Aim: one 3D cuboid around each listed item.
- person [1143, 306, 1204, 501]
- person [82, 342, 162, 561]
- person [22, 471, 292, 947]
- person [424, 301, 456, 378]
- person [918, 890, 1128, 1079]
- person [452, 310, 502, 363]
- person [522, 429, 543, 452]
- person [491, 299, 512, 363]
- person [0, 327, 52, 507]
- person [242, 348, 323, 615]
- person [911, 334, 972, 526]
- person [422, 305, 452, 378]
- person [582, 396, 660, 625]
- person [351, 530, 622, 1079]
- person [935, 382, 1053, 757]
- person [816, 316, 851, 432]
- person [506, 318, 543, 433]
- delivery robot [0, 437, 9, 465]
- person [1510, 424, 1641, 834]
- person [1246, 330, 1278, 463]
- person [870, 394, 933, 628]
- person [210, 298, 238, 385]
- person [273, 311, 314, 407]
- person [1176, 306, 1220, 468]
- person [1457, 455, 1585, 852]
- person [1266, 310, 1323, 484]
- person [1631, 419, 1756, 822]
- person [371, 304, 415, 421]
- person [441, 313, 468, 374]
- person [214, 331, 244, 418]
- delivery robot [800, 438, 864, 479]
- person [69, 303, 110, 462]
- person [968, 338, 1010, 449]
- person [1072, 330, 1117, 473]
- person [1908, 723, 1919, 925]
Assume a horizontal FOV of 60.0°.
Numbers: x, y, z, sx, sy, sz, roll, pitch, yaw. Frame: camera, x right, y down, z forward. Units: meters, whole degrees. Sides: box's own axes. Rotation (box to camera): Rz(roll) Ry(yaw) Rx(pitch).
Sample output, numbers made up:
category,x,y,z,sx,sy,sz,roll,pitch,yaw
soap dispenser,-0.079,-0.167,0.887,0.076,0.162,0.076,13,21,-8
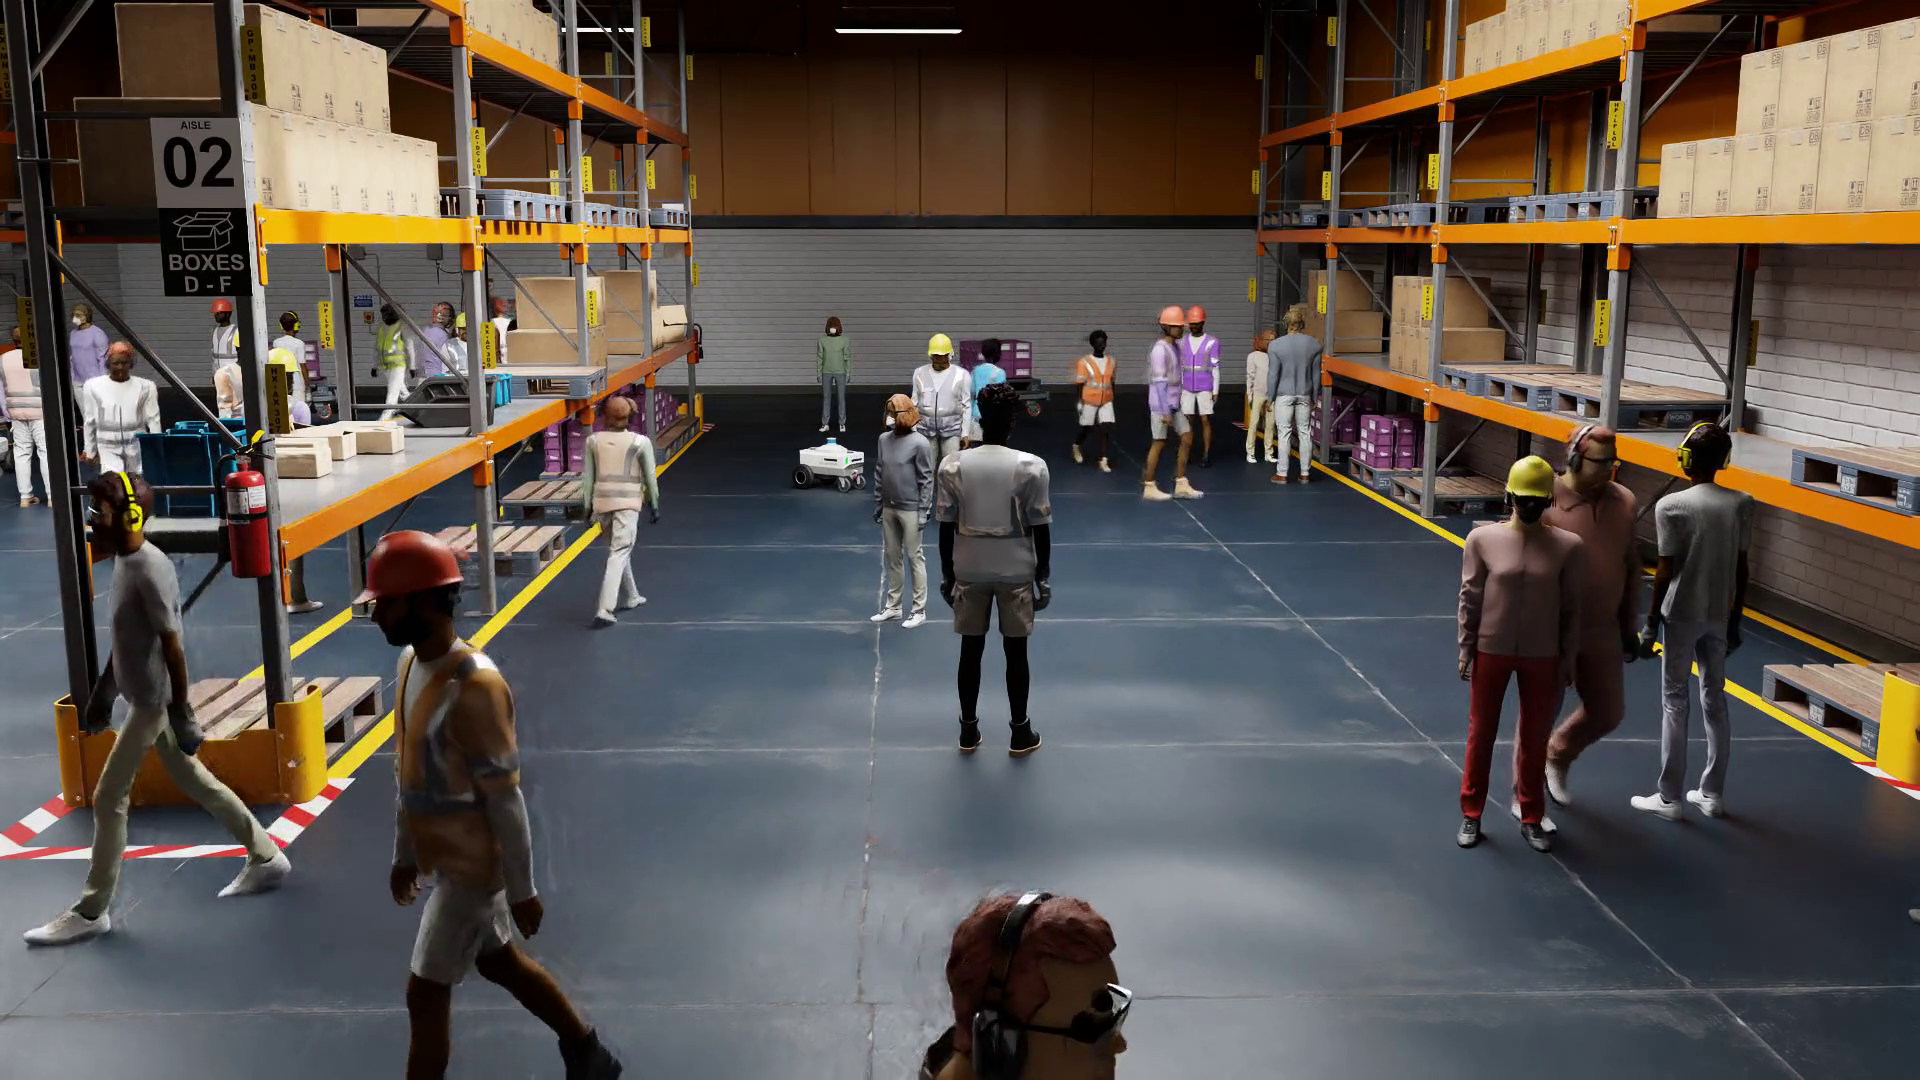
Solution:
category,x,y,z,sx,sy,sz,roll,pitch,yaw
person,2.242,-1.386,17.132,0.769,2.014,0.629,5,11,26
person,-7.010,-0.725,13.946,0.594,1.835,0.990,-5,12,-28
person,-3.171,0.617,6.544,0.986,1.826,0.518,-6,12,-30
person,-6.467,-2.046,21.041,0.629,1.936,0.373,1,10,4
person,0.080,1.359,2.306,0.983,1.859,0.641,4,11,20
person,-6.090,-2.065,20.992,0.610,1.989,0.392,-3,11,-18
person,-5.426,-2.041,21.312,0.628,1.836,0.430,-7,12,-33
person,-6.845,-2.670,24.823,1.009,1.841,0.574,8,13,36
person,-9.387,-1.247,16.852,0.624,1.844,0.429,0,10,2
person,-4.893,-0.426,12.062,0.588,1.920,0.395,4,11,20
person,-0.190,-1.035,15.721,0.589,1.822,0.403,2,10,9
person,-6.414,-1.966,20.679,0.401,1.904,0.651,-7,13,-36
person,-2.431,-0.219,11.822,0.524,1.591,0.868,3,11,15
person,-1.403,0.894,4.823,0.933,1.896,0.547,-7,12,-34
person,0.185,0.159,8.669,0.612,1.965,0.362,2,10,13
person,-1.788,-2.343,23.533,0.497,1.635,0.286,1,10,6
person,-6.254,-2.469,23.372,0.854,1.953,0.633,5,11,27
delivery robot,-11.156,-1.036,18.995,0.477,0.478,0.707,-2,10,-12
person,2.772,0.394,7.615,0.659,1.878,0.524,-3,11,-17
person,3.707,-1.743,20.222,0.498,1.629,0.289,-2,10,-13
person,-0.411,-0.207,11.634,0.507,1.633,0.276,9,14,42
person,-9.656,-2.207,21.926,0.543,1.939,0.362,4,11,23
person,-7.843,-1.755,19.600,0.549,1.873,0.314,5,11,24
person,2.800,-1.812,19.773,0.548,1.928,0.393,5,11,25
person,2.457,0.502,7.325,0.523,1.767,0.318,2,10,11
person,3.692,-1.579,18.442,0.627,1.934,0.370,-1,10,-7
person,3.394,0.377,7.717,0.521,1.874,0.328,-2,10,-11
person,-8.230,-2.518,24.082,0.650,1.789,0.979,6,12,29
person,-5.947,-1.828,20.117,0.602,1.828,0.404,-6,12,-29
person,-6.377,-0.944,14.949,0.379,1.918,0.585,4,11,21
delivery robot,-1.392,-0.866,18.047,0.707,0.478,0.477,7,12,34
person,-10.634,-1.918,20.318,0.631,1.940,0.368,5,11,26
person,0.252,-1.335,17.839,0.822,1.665,0.536,-9,13,-41
person,1.572,-1.645,19.561,0.516,1.671,0.738,-4,11,-19
person,3.956,0.670,6.385,0.533,1.766,0.317,1,10,5
